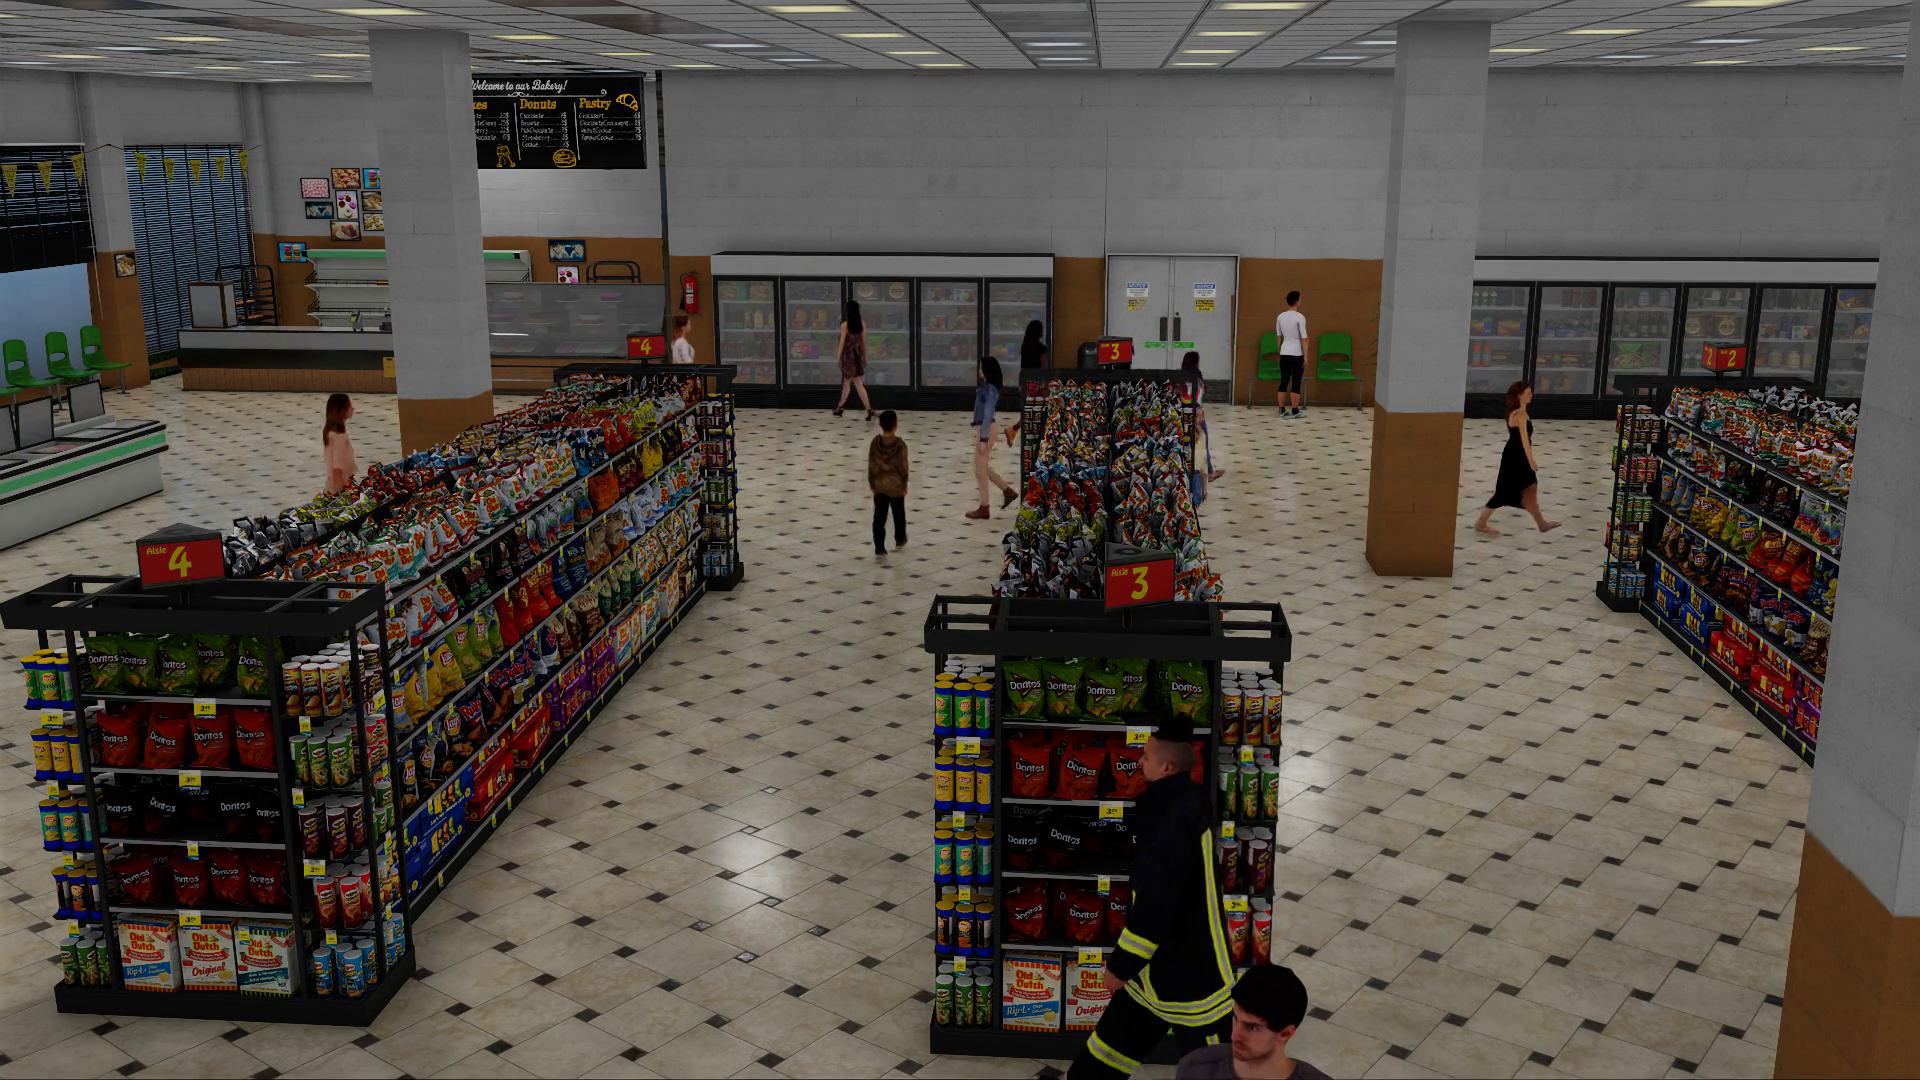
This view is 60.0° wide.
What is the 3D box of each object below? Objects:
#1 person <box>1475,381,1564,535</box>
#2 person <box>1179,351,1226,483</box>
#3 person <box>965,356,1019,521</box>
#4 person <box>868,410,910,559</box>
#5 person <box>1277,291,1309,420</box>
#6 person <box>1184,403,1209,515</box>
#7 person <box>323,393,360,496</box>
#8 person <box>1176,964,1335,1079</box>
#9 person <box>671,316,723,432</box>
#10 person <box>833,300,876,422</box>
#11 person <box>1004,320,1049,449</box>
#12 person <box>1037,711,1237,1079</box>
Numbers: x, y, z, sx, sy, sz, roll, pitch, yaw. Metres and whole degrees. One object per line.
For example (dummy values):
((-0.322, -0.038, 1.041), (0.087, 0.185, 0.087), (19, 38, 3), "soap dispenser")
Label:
((5.575, -0.796, 16.974), (0.829, 1.579, 1.078), (5, 15, 20), "person")
((2.608, -1.371, 19.351), (1.047, 1.577, 1.044), (-9, 16, -32), "person")
((0.368, -1.079, 17.754), (0.683, 1.762, 0.723), (2, 14, 7), "person")
((-0.716, -0.492, 16.133), (0.640, 1.385, 0.963), (3, 14, 10), "person")
((4.843, -2.709, 24.285), (0.791, 1.852, 0.748), (-13, 19, -42), "person")
((2.077, -0.504, 15.685), (0.820, 1.620, 0.878), (-9, 16, -34), "person")
((-5.684, -0.417, 15.049), (1.049, 1.752, 1.095), (-7, 15, -27), "person")
((0.829, 2.038, 4.716), (0.736, 1.851, 0.669), (6, 15, 24), "person")
((-3.784, -2.099, 22.159), (0.972, 1.668, 1.166), (-4, 14, -16), "person")
((-1.476, -2.498, 23.690), (1.115, 1.722, 1.133), (-12, 18, -41), "person")
((0.878, -1.949, 21.482), (1.063, 1.695, 1.042), (-10, 17, -36), "person")
((0.945, 1.604, 6.579), (0.811, 1.815, 1.062), (1, 14, 4), "person")
